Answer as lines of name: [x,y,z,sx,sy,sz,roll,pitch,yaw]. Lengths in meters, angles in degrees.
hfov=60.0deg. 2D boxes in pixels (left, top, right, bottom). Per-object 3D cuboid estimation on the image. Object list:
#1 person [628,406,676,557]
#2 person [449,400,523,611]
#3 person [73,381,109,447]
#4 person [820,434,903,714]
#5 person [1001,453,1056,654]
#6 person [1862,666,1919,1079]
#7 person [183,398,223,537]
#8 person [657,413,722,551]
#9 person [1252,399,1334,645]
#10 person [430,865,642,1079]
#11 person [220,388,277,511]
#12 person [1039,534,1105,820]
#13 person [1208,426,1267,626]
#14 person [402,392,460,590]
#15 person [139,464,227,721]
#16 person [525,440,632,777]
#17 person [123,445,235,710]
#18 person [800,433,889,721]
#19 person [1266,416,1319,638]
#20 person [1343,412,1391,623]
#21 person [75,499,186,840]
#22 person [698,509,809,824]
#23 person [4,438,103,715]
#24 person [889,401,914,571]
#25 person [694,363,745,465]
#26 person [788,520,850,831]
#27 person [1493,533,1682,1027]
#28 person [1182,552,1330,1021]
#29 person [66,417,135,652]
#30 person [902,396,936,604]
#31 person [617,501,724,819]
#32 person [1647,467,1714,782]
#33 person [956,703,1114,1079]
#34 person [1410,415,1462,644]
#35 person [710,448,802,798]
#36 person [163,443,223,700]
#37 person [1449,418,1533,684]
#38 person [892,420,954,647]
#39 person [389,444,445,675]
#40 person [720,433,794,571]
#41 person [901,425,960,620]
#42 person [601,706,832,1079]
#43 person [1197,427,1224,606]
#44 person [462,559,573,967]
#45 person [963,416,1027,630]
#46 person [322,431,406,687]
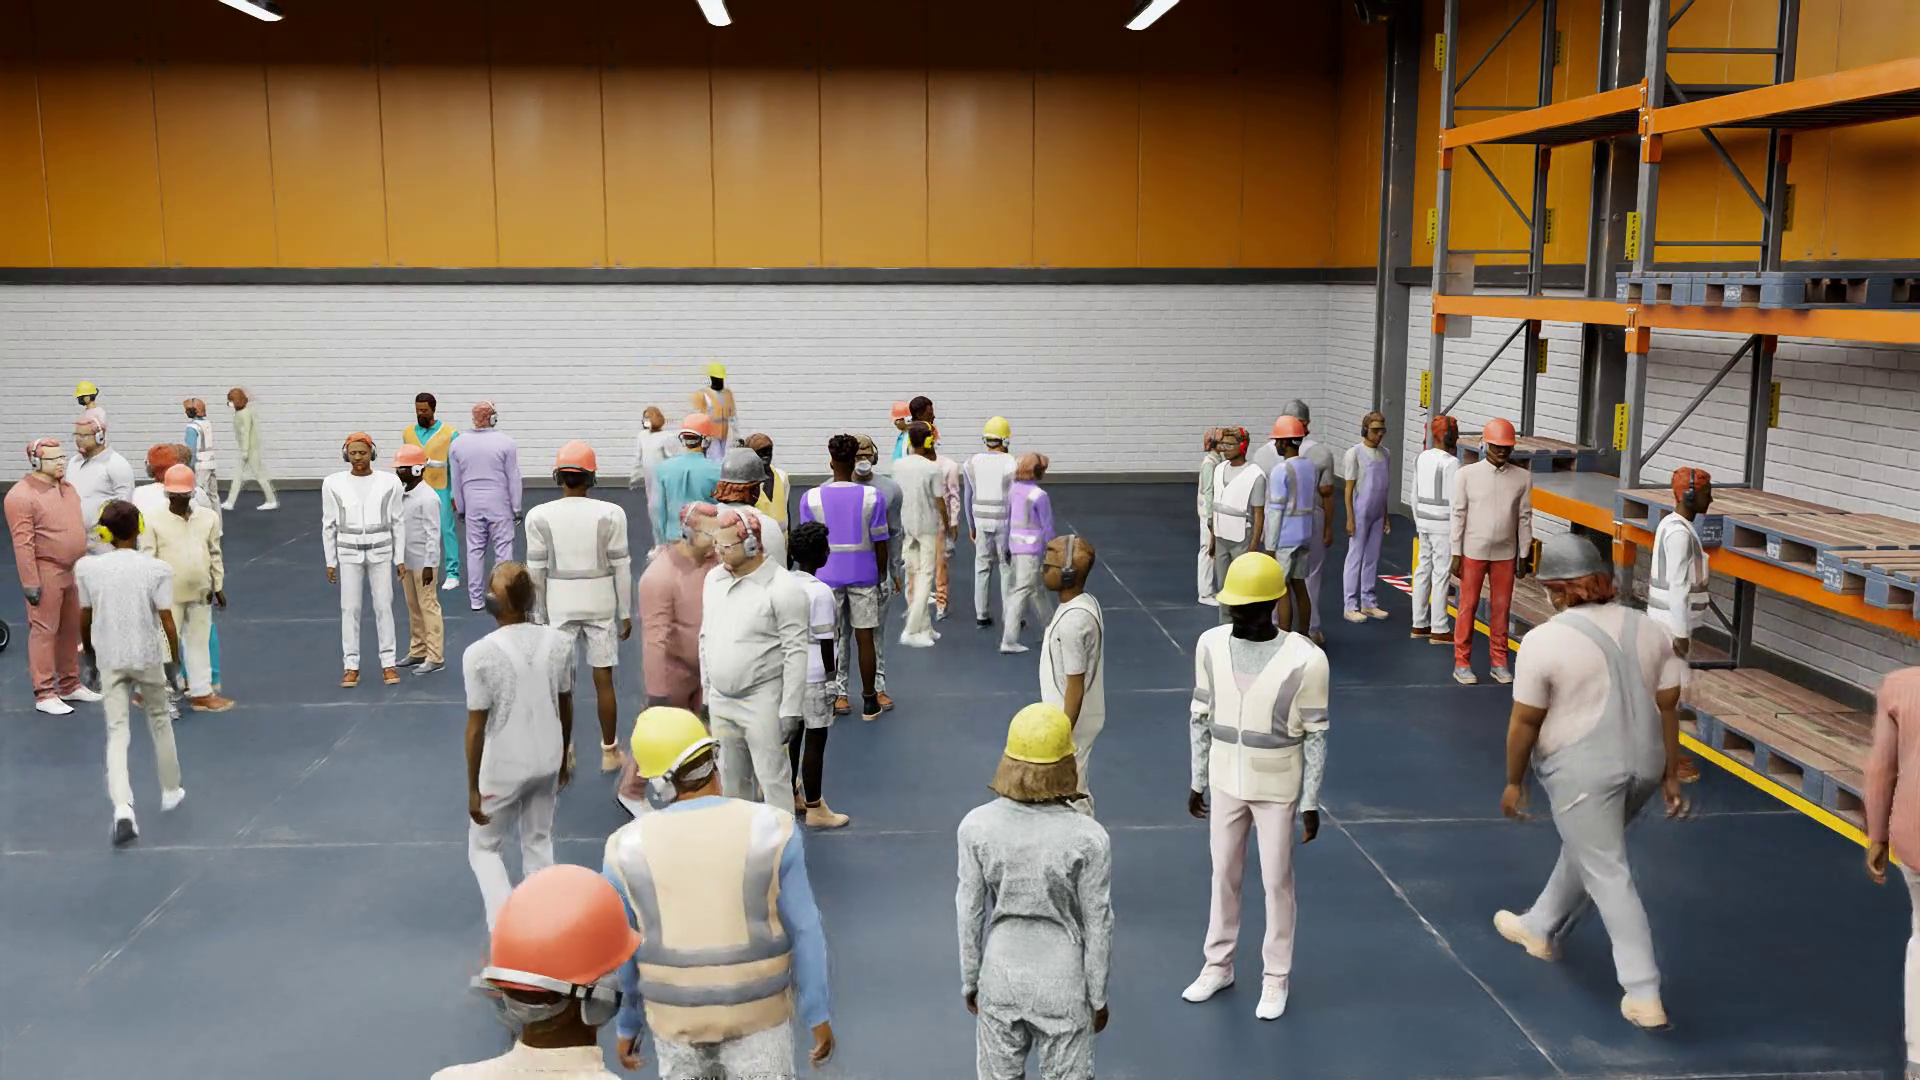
person: [-3.344,-0.629,17.949,0.507,1.616,0.576,7,12,38]
person: [-4.236,-0.305,14.987,0.638,1.910,0.406,1,9,6]
person: [-10.423,-1.029,20.004,0.525,1.760,0.341,7,11,36]
person: [-0.684,0.231,11.530,0.630,1.940,0.372,-3,10,-21]
person: [0.644,0.100,13.416,0.836,1.597,0.531,-4,10,-26]
person: [3.624,1.105,5.936,0.523,1.977,0.677,-5,10,-30]
person: [-8.674,-0.807,19.020,0.315,1.630,0.511,-1,9,-3]
person: [-2.012,0.023,12.705,0.606,1.987,0.398,2,9,14]
person: [2.744,-0.155,13.630,0.678,2.000,0.536,5,10,28]
person: [-0.716,1.567,3.002,0.629,1.981,0.648,4,10,21]
person: [-9.149,-1.146,21.233,0.821,1.583,0.516,-7,12,-39]
person: [0.498,0.883,7.725,0.345,1.847,0.508,1,9,8]
person: [2.186,0.020,13.141,0.390,1.846,0.564,-5,11,-31]
person: [-5.081,-0.474,16.059,0.592,1.911,0.390,2,9,13]
person: [-5.310,0.343,11.412,0.339,1.747,0.564,8,12,41]
person: [-2.285,0.417,10.032,0.608,2.044,0.370,-1,9,-7]
person: [-5.476,0.270,11.595,0.832,1.853,0.378,2,9,14]
person: [-0.778,0.258,11.268,0.603,1.967,0.366,0,9,-3]
person: [2.573,-0.013,13.094,0.379,1.928,0.545,9,13,44]
person: [3.571,-0.202,14.546,0.513,1.844,0.340,-6,11,-34]
person: [-4.528,0.676,9.087,0.530,1.827,0.929,-3,10,-21]
person: [-1.047,0.790,8.142,0.645,1.900,0.400,7,11,36]
person: [-6.281,0.241,11.567,0.410,1.909,0.643,1,9,5]
person: [-0.562,-0.555,17.064,0.333,1.744,0.559,-3,9,-16]
person: [-3.094,-1.340,21.495,0.722,1.898,0.604,7,11,37]
person: [-0.824,0.734,9.126,0.316,1.695,0.542,-6,11,-34]
person: [2.643,0.913,6.928,0.689,2.000,1.102,-4,10,-22]
person: [1.199,0.993,6.793,0.588,1.923,0.383,6,11,34]
person: [-6.877,-0.030,13.253,0.651,1.911,0.409,4,10,23]
person: [-0.389,-0.371,15.374,0.391,1.919,0.590,0,9,-3]
person: [-1.519,0.688,8.946,0.918,1.859,0.657,7,11,36]
person: [4.326,0.496,10.031,0.341,1.883,0.586,3,10,19]
person: [0.235,1.353,5.093,0.486,1.744,0.311,3,10,20]
person: [3.942,-0.086,13.692,0.344,1.881,0.585,-3,10,-20]
person: [-1.231,0.471,9.701,0.681,2.000,0.538,5,10,30]
person: [-5.536,0.220,11.888,0.514,1.844,0.328,7,11,36]
person: [3.922,0.089,12.290,0.604,1.986,0.404,0,9,0]
person: [-0.302,-0.048,13.545,0.548,1.857,0.523,7,11,36]
person: [-4.150,0.140,12.675,0.324,1.752,0.562,-8,12,-43]
person: [-1.517,0.105,12.622,0.634,1.841,0.429,-8,12,-42]
person: [-0.286,-0.163,14.583,0.572,1.749,0.343,2,9,14]
person: [-0.706,1.384,4.795,0.657,1.784,0.605,0,9,-2]
person: [2.329,-0.219,15.291,0.306,1.640,0.522,3,9,16]
person: [-1.890,0.992,7.104,0.539,1.823,0.388,-8,12,-40]
person: [0.327,-0.135,14.146,0.590,1.836,0.404,5,10,26]
person: [-4.386,0.141,12.267,0.574,1.883,0.356,-3,10,-20]
